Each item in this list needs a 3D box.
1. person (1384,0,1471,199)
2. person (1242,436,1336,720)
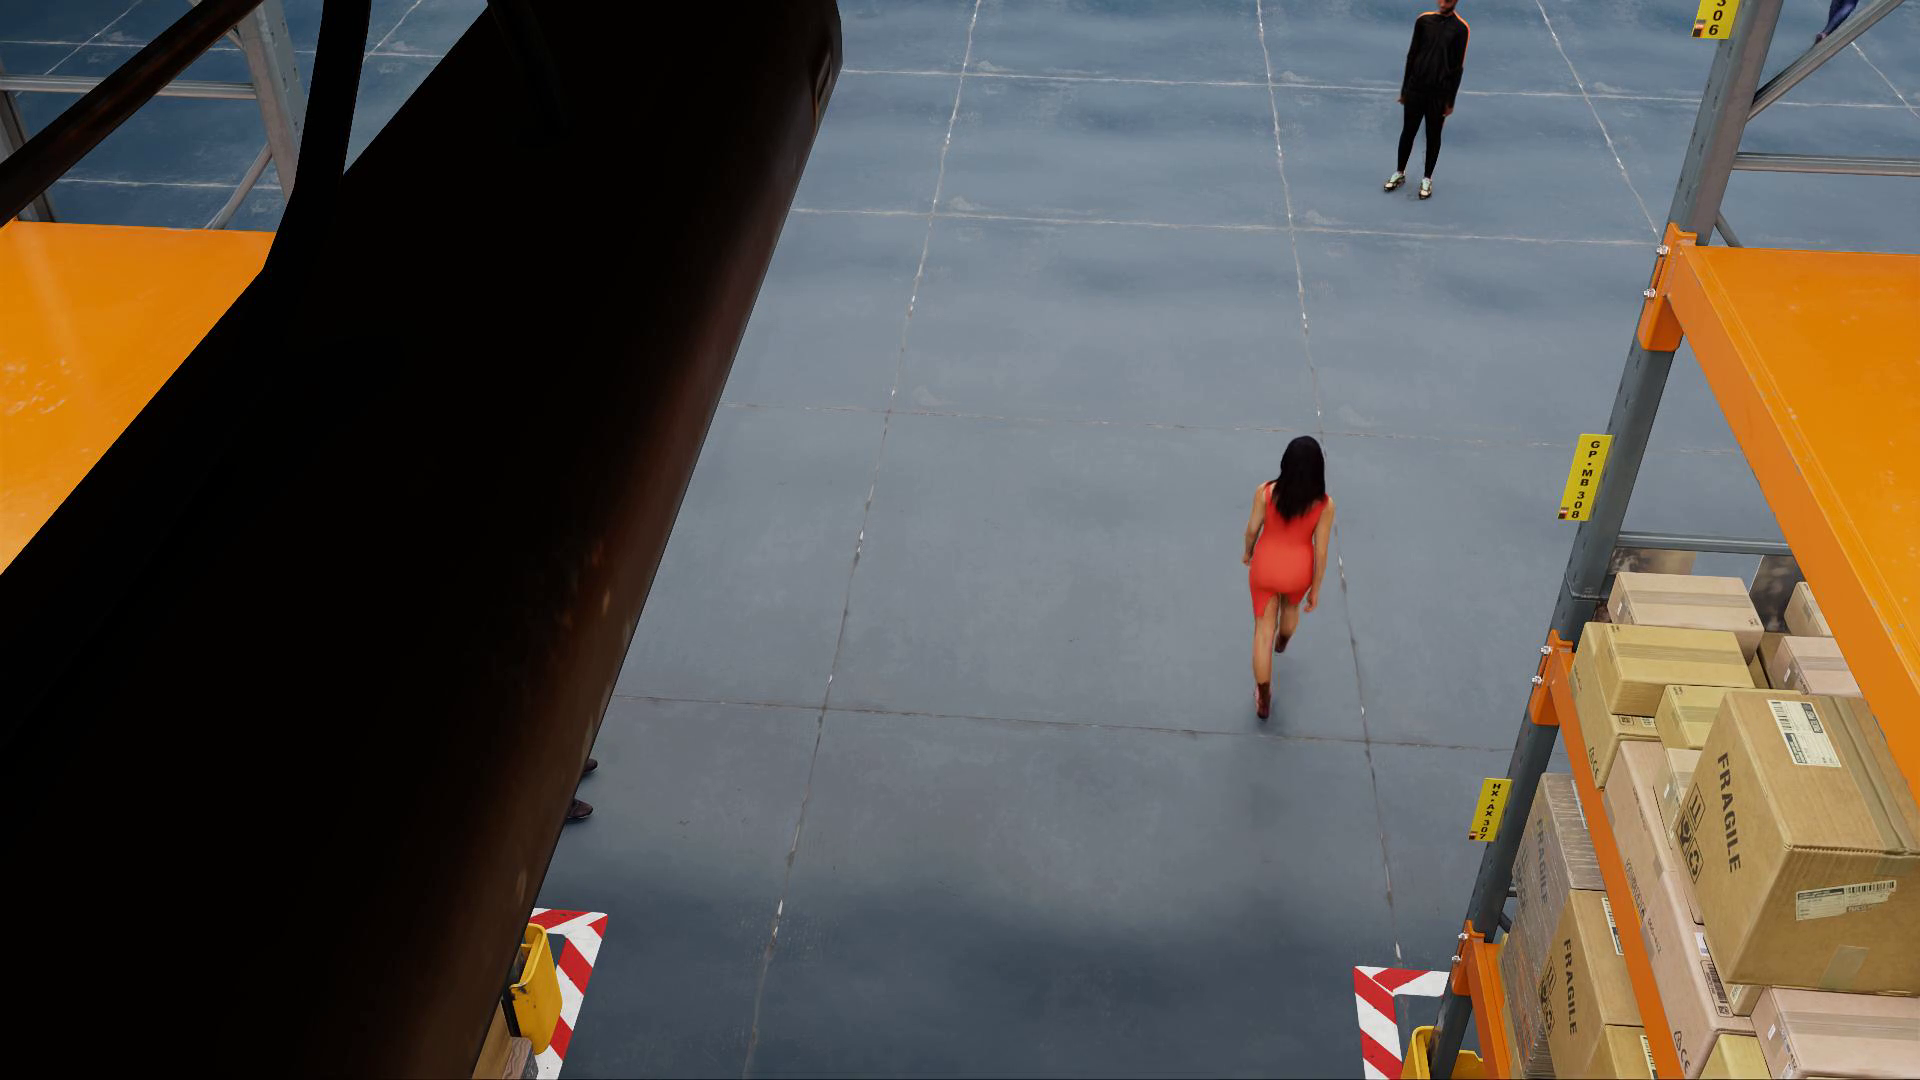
[{"bbox_3d":[3.913,-3.758,13.832,0.692,1.810,0.670,19,42,22],"label":"person"},{"bbox_3d":[1.697,0.247,8.813,0.617,1.686,1.010,5,38,6],"label":"person"}]
